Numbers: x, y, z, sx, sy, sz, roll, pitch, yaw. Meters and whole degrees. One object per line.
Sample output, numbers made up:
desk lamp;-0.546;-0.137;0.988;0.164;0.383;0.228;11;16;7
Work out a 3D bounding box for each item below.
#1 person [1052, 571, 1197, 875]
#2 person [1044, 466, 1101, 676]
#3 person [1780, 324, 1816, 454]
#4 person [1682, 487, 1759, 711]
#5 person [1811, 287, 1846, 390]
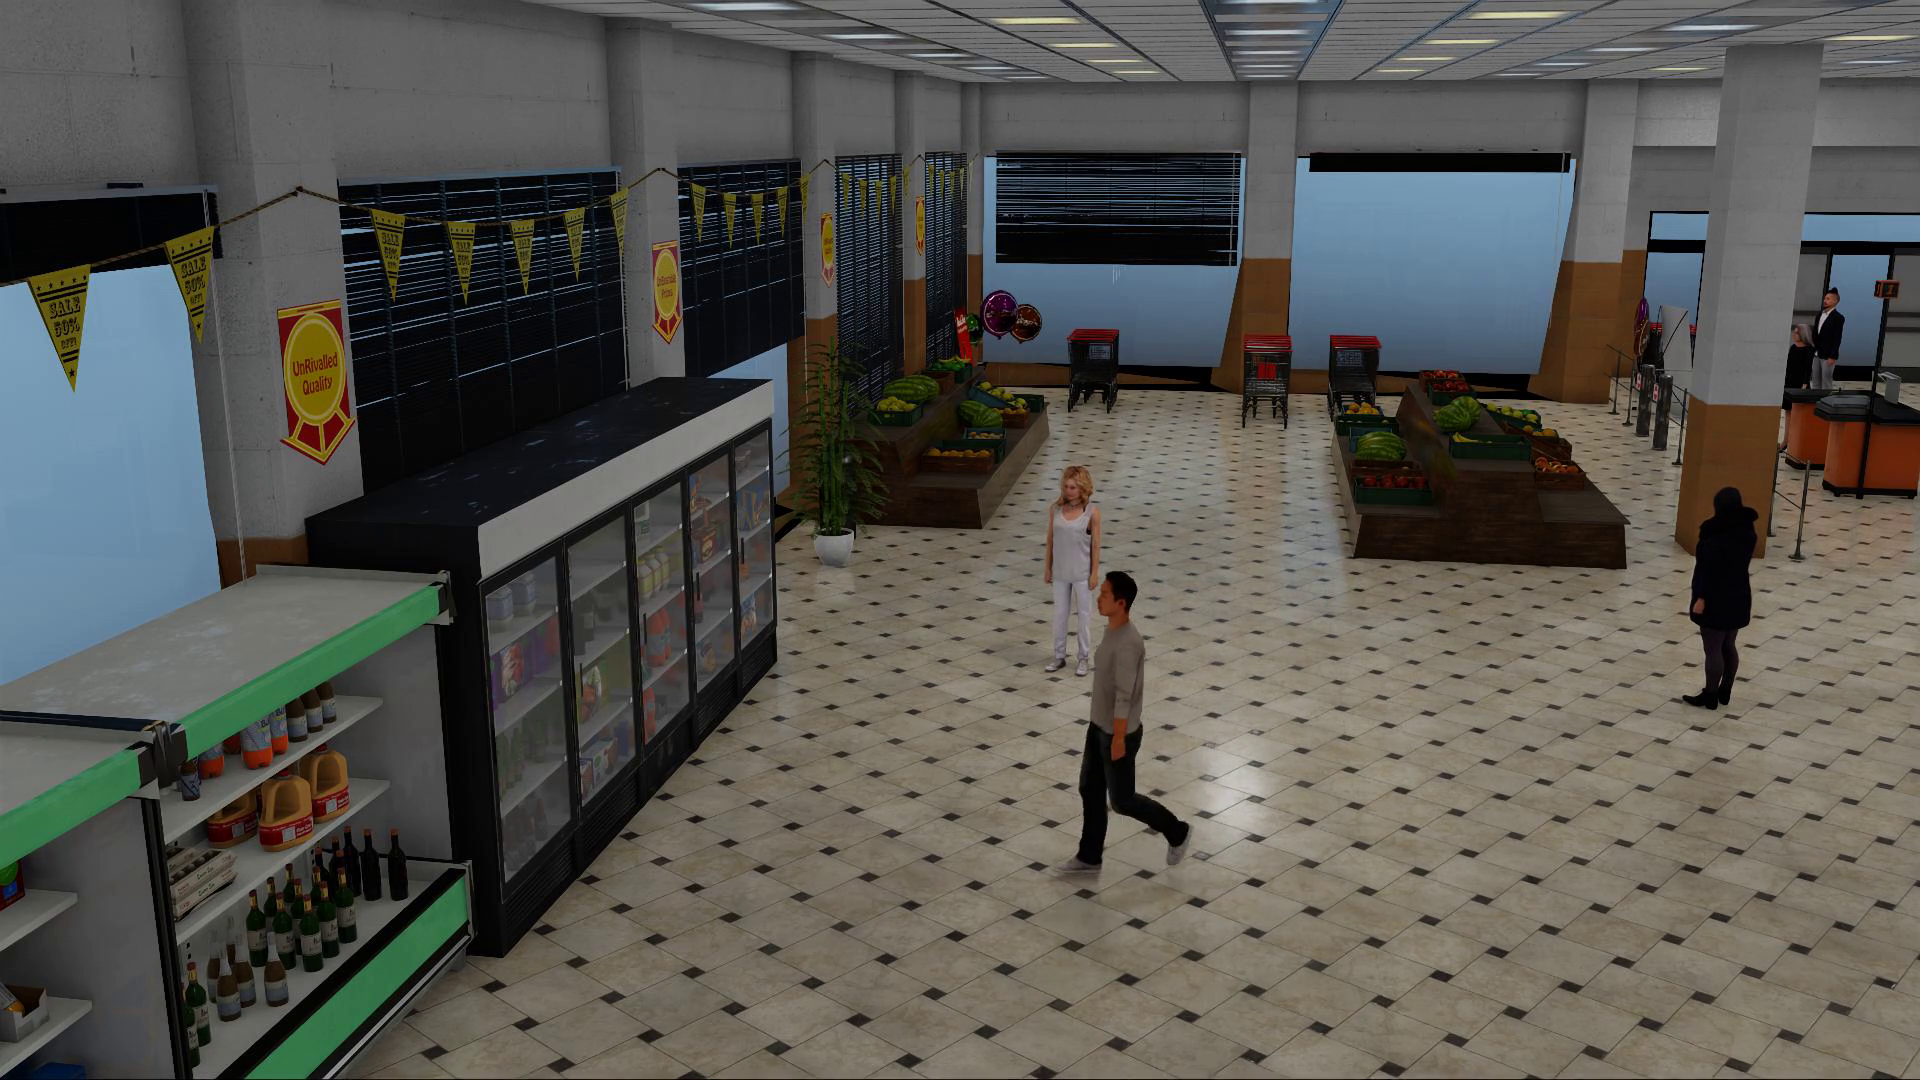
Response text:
person;0.968;1.063;9.371;0.927;1.789;1.075;-2;14;-8
person;0.895;0.224;13.081;0.646;1.671;0.612;6;15;22
person;11.100;-2.002;22.101;0.746;1.746;0.630;-3;14;-12
person;5.625;0.421;12.264;0.790;1.672;0.848;-9;16;-33
person;13.091;-2.847;25.151;0.847;1.950;0.693;-3;14;-13
